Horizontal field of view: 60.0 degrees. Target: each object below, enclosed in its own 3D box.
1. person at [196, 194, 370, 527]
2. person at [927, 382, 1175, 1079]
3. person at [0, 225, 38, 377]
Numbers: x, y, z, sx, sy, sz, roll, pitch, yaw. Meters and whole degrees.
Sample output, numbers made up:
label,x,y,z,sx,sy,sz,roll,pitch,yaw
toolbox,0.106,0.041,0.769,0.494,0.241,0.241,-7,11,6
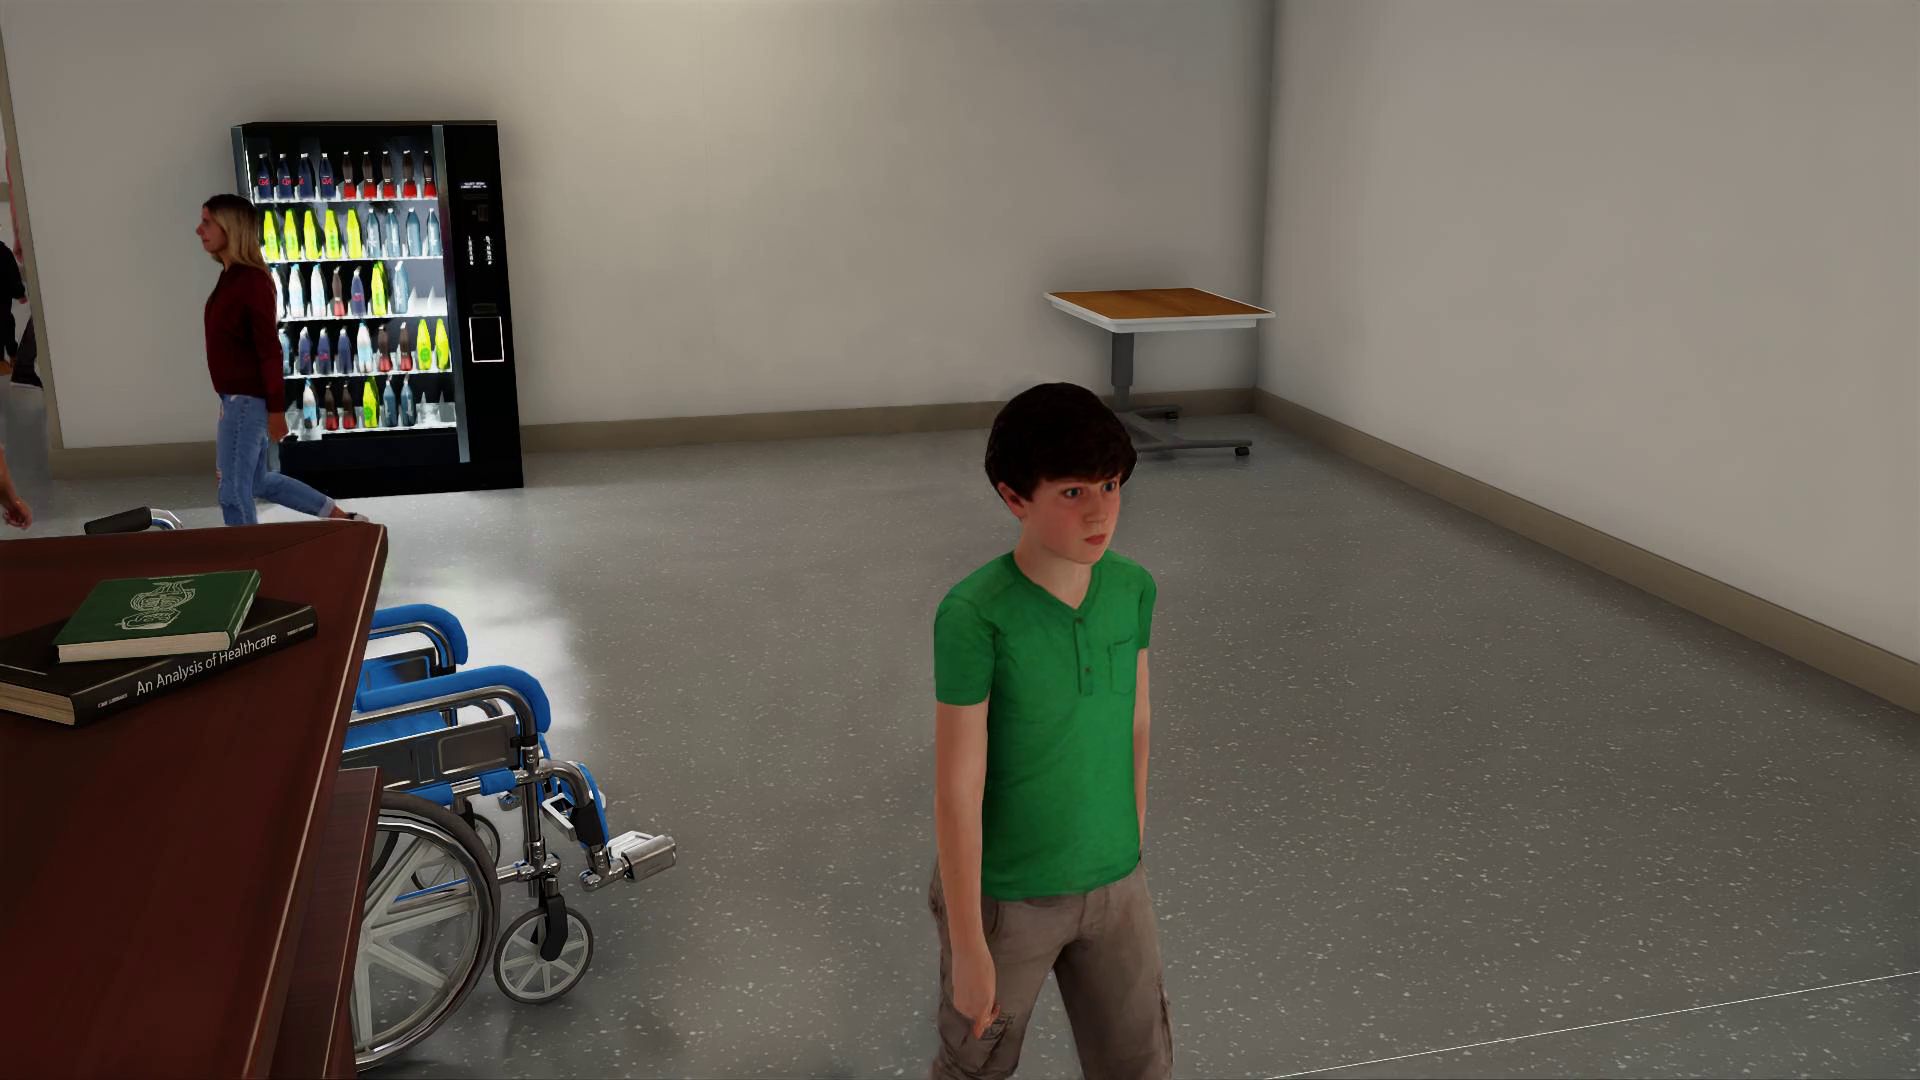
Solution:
label,x,y,z,sx,sy,sz,roll,pitch,yaw
person,-2.756,-0.544,6.621,1.055,1.614,0.794,-10,19,-32
person,0.081,0.549,2.738,1.023,1.617,0.818,-9,18,-28
person,-6.726,-1.734,11.509,0.693,1.212,0.745,8,17,25
